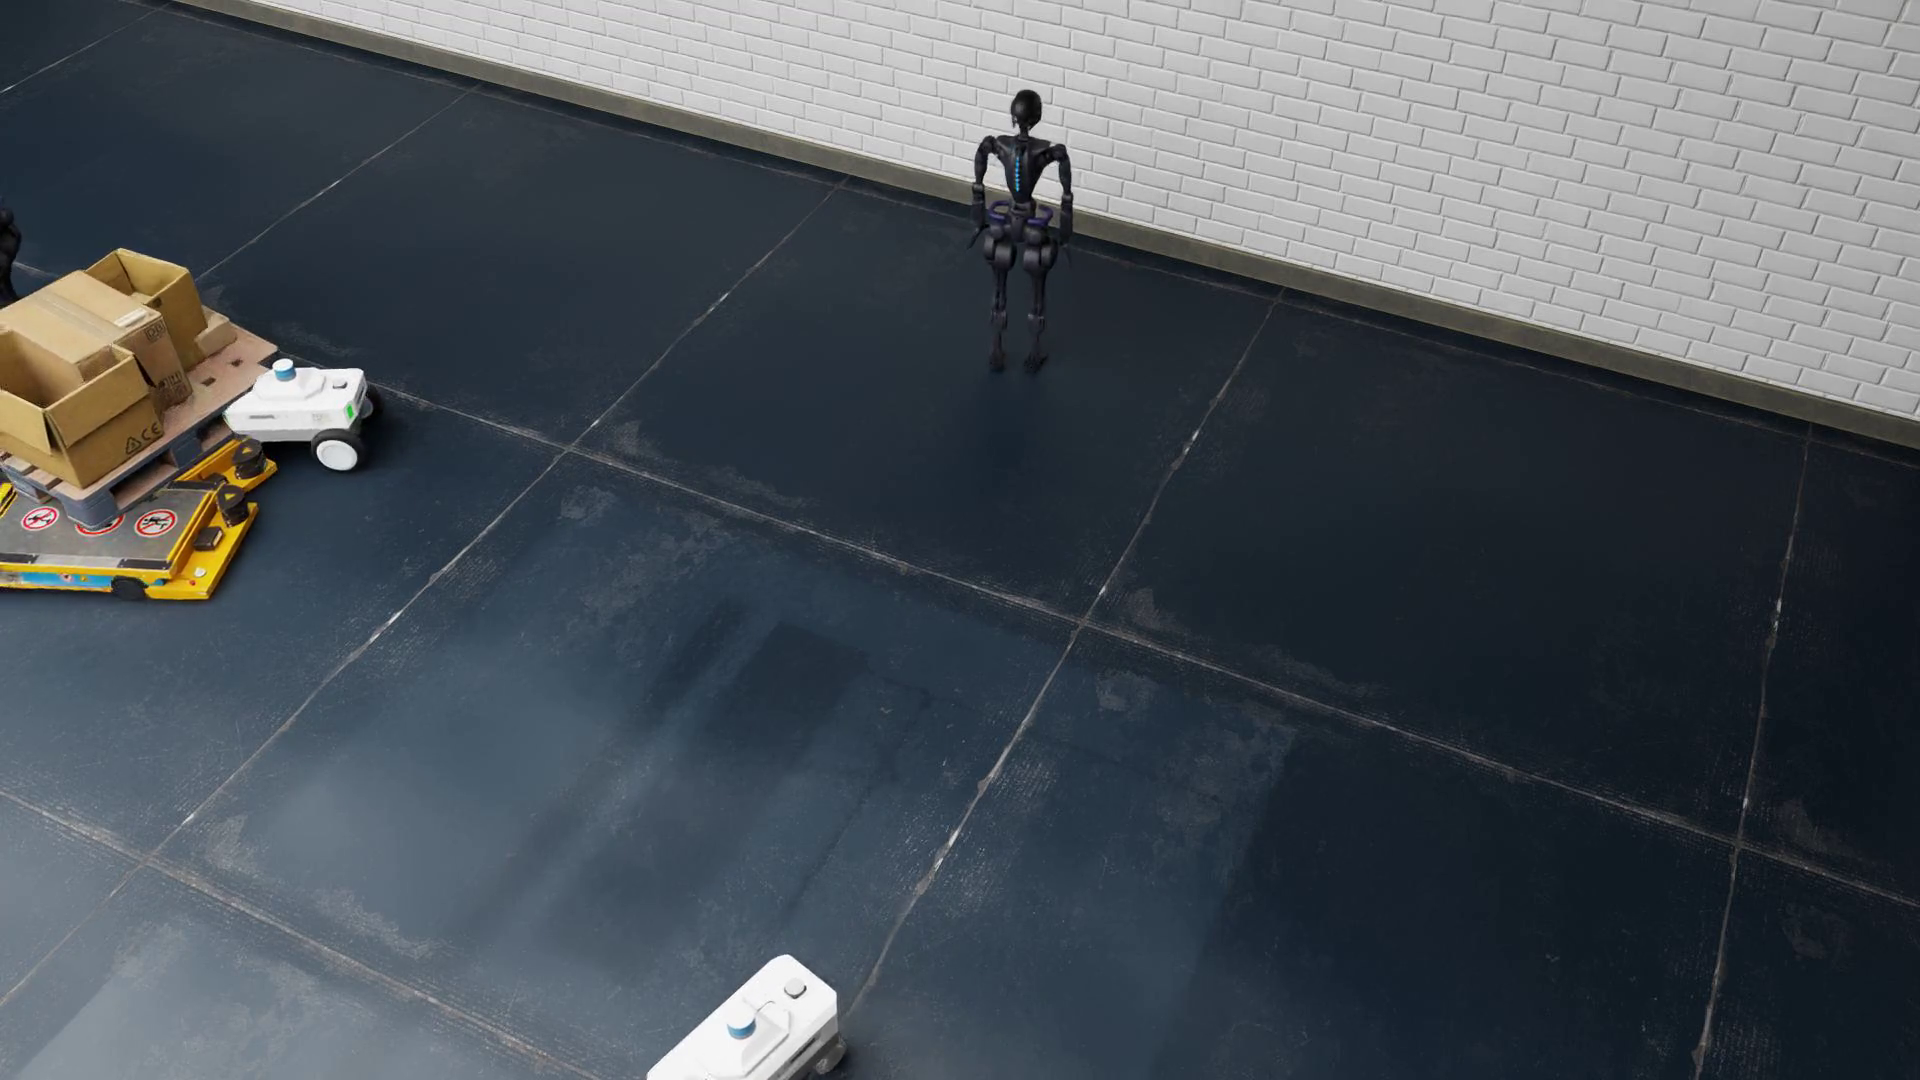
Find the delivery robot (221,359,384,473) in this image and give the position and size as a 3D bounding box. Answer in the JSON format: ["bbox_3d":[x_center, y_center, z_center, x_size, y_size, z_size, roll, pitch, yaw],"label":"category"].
[{"bbox_3d":[-3.461,-0.678,8.788,0.781,0.610,0.515,-1,43,-1],"label":"delivery robot"}]

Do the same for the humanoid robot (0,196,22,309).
[{"bbox_3d":[-5.259,-1.620,8.977,0.469,1.642,0.594,-2,43,-2],"label":"humanoid robot"}]

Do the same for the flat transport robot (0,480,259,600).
[{"bbox_3d":[-4.324,-0.017,8.273,1.431,0.231,0.659,3,43,3],"label":"flat transport robot"}]

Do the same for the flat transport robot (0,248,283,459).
[{"bbox_3d":[-4.419,-0.728,9.041,0.659,0.231,1.431,25,48,25],"label":"flat transport robot"}]

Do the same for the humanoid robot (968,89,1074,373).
[{"bbox_3d":[0.324,-1.650,8.999,0.600,1.660,0.350,10,44,11],"label":"humanoid robot"}]

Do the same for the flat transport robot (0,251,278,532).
[{"bbox_3d":[-4.367,-0.474,8.766,1.431,0.231,0.659,22,47,22],"label":"flat transport robot"}]

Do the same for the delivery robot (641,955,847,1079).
[{"bbox_3d":[-0.783,1.897,6.010,0.499,0.611,0.814,31,51,29],"label":"delivery robot"}]
